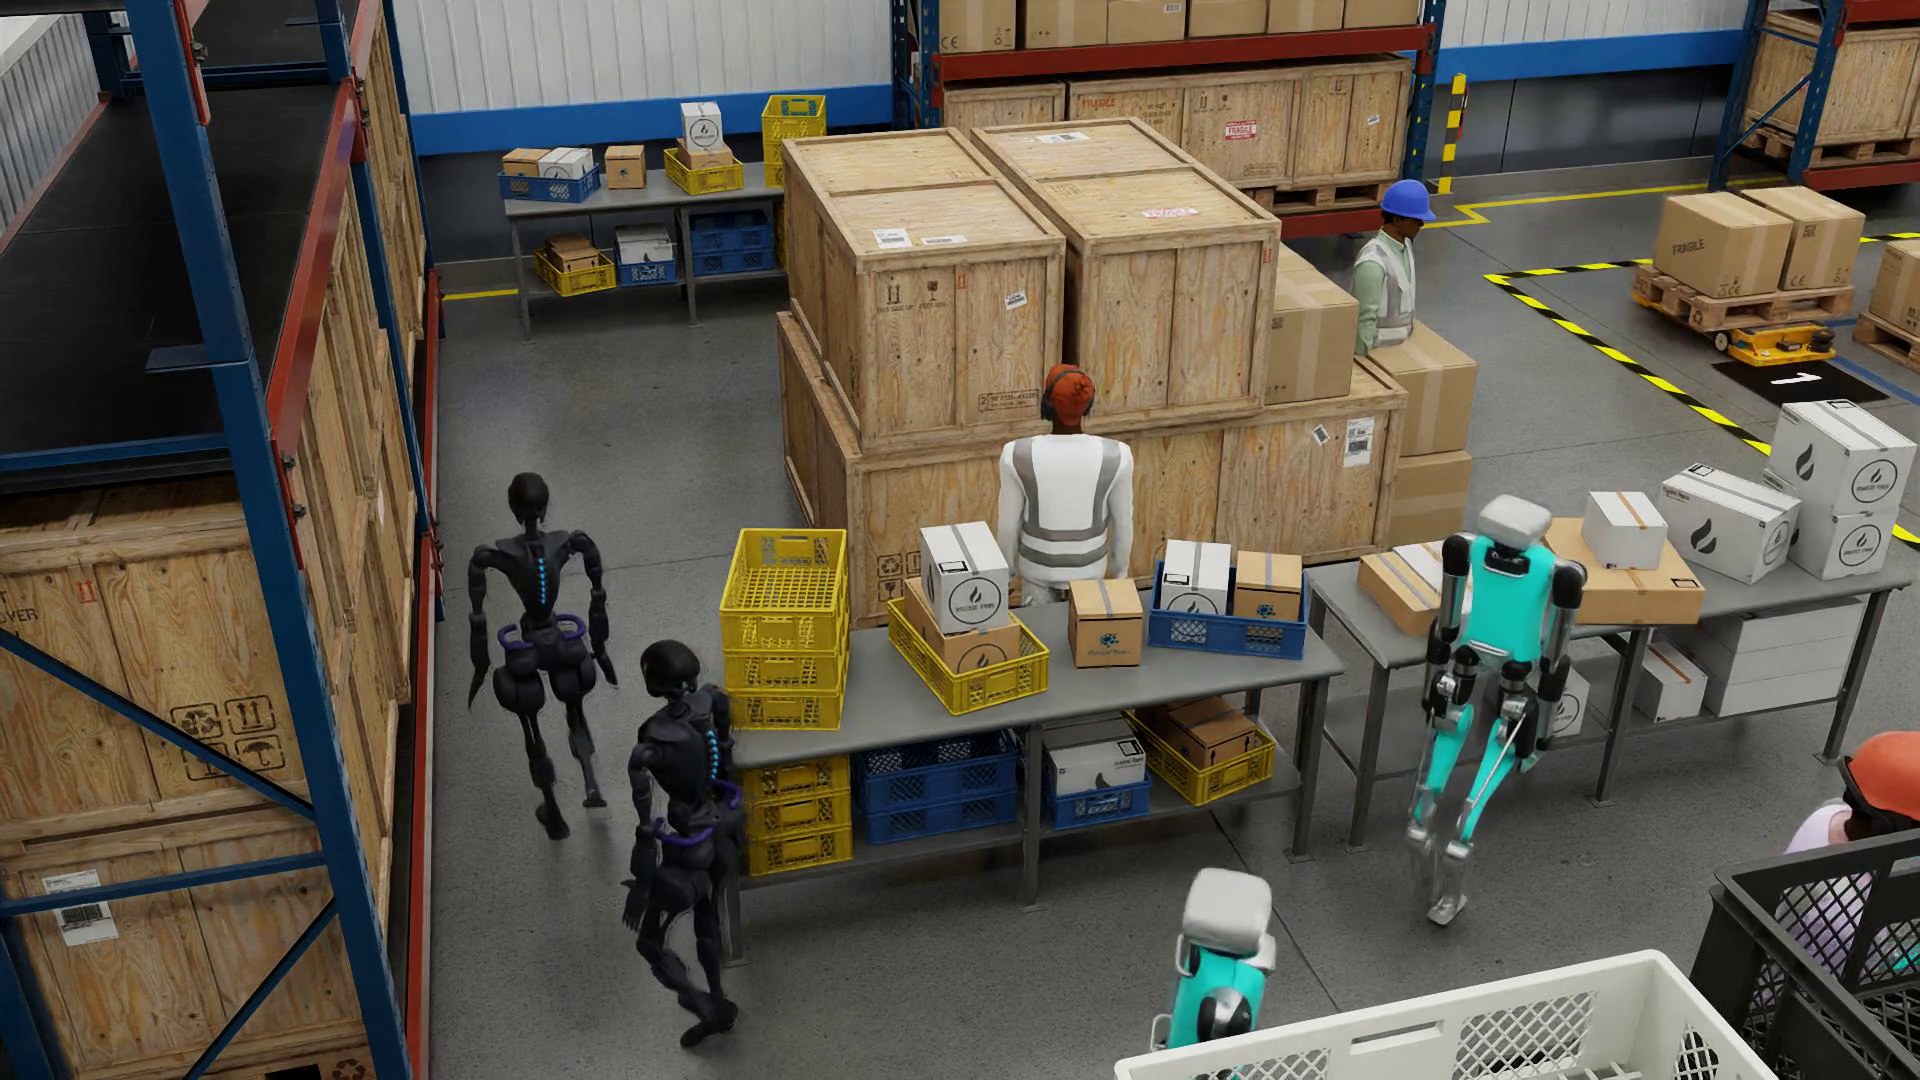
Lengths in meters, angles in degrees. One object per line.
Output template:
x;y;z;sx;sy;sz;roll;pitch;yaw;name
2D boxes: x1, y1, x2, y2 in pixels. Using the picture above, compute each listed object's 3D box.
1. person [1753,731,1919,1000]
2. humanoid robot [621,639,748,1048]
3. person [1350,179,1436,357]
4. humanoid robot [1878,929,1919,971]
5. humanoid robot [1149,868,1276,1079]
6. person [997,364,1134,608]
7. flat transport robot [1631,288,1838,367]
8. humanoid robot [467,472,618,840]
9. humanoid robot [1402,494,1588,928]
2.428;1.391;4.780;0.445;2.030;0.618;14;32;24;person
-0.940;1.038;5.771;0.342;1.642;0.610;13;32;23;humanoid robot
2.353;-1.074;9.340;0.412;1.939;0.602;17;33;28;person
3.034;1.279;5.365;0.773;1.875;0.539;20;35;32;humanoid robot
0.414;1.651;4.670;0.810;1.822;0.541;5;29;9;humanoid robot
0.450;0.121;7.222;0.582;1.882;0.345;0;29;0;person
5.589;-1.628;12.043;0.652;0.197;1.431;-7;30;-13;flat transport robot
-1.700;0.501;6.751;0.610;1.647;0.381;-14;32;-24;humanoid robot
1.881;0.766;6.235;0.546;1.826;0.733;21;35;33;humanoid robot
